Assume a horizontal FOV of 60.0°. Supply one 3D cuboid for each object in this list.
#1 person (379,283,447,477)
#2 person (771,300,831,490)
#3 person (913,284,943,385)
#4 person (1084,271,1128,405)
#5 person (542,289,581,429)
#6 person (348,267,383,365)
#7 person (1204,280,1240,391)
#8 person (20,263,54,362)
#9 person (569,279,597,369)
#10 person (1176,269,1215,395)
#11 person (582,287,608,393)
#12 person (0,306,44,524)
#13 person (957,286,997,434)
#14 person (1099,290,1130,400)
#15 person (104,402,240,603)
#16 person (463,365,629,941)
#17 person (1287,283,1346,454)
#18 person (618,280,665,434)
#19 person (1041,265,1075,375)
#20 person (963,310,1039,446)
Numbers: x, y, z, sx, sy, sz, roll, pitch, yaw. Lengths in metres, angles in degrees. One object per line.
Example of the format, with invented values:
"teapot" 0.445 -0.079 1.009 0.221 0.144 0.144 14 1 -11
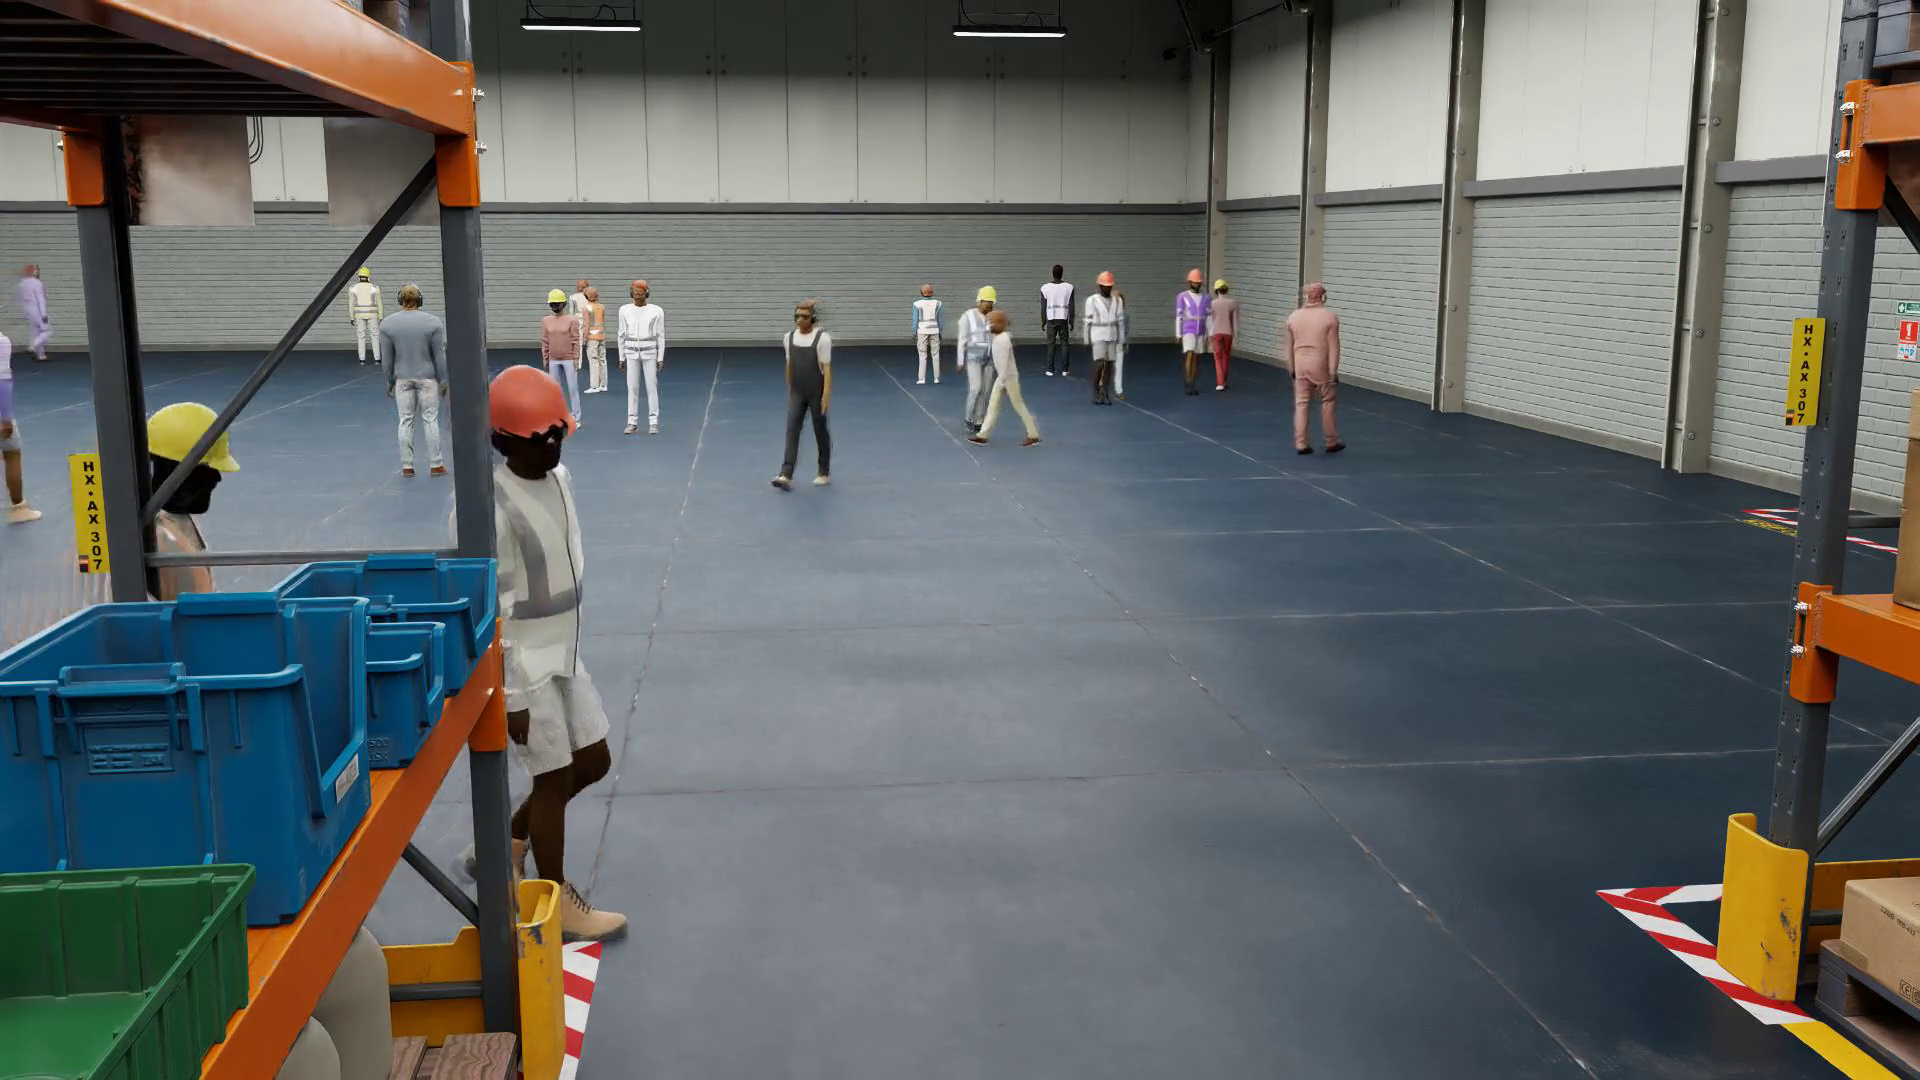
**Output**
"person" -5.461 -1.592 16.681 0.627 1.941 0.370 -1 10 -7
"person" -1.485 -1.367 15.837 0.516 1.797 0.938 4 11 19
"person" -0.525 -3.353 27.158 0.513 1.640 0.309 -3 11 -16
"person" 2.081 -2.875 23.769 0.564 1.915 0.486 -4 11 -20
"person" -4.986 -2.250 20.788 0.518 1.756 0.343 2 11 13
"person" -11.201 -4.223 31.394 0.600 1.830 0.404 -3 11 -14
"person" 4.102 -3.233 26.272 0.543 1.716 0.881 -1 10 -6
"person" -17.703 -4.347 31.882 0.674 1.892 0.443 7 12 33
"person" -6.836 -3.921 30.264 0.514 1.643 0.307 -1 10 -6
"person" 3.618 -3.147 25.307 0.548 1.908 0.843 -3 11 -16
"person" -5.643 -3.077 25.650 0.314 1.637 0.514 5 11 24
"person" -8.060 -1.068 13.635 0.619 2.010 0.952 2 11 13
"person" 0.280 -2.187 20.293 0.604 1.805 0.446 -5 12 -27
"person" 2.264 -2.906 24.742 0.541 1.618 0.581 -2 11 -12
"person" -2.628 0.497 5.368 0.674 1.891 0.651 -4 11 -19
"person" -1.424 0.412 5.514 0.500 2.006 0.652 2 11 10
"person" 3.997 -1.904 18.517 0.678 1.884 0.738 9 13 39
"person" -3.897 -2.231 20.340 0.574 1.882 0.356 0 10 1
"person" 1.696 -3.814 28.912 0.593 1.921 0.388 0 10 0
"person" 0.500 -1.844 19.061 0.890 1.563 0.531 -3 11 -14
